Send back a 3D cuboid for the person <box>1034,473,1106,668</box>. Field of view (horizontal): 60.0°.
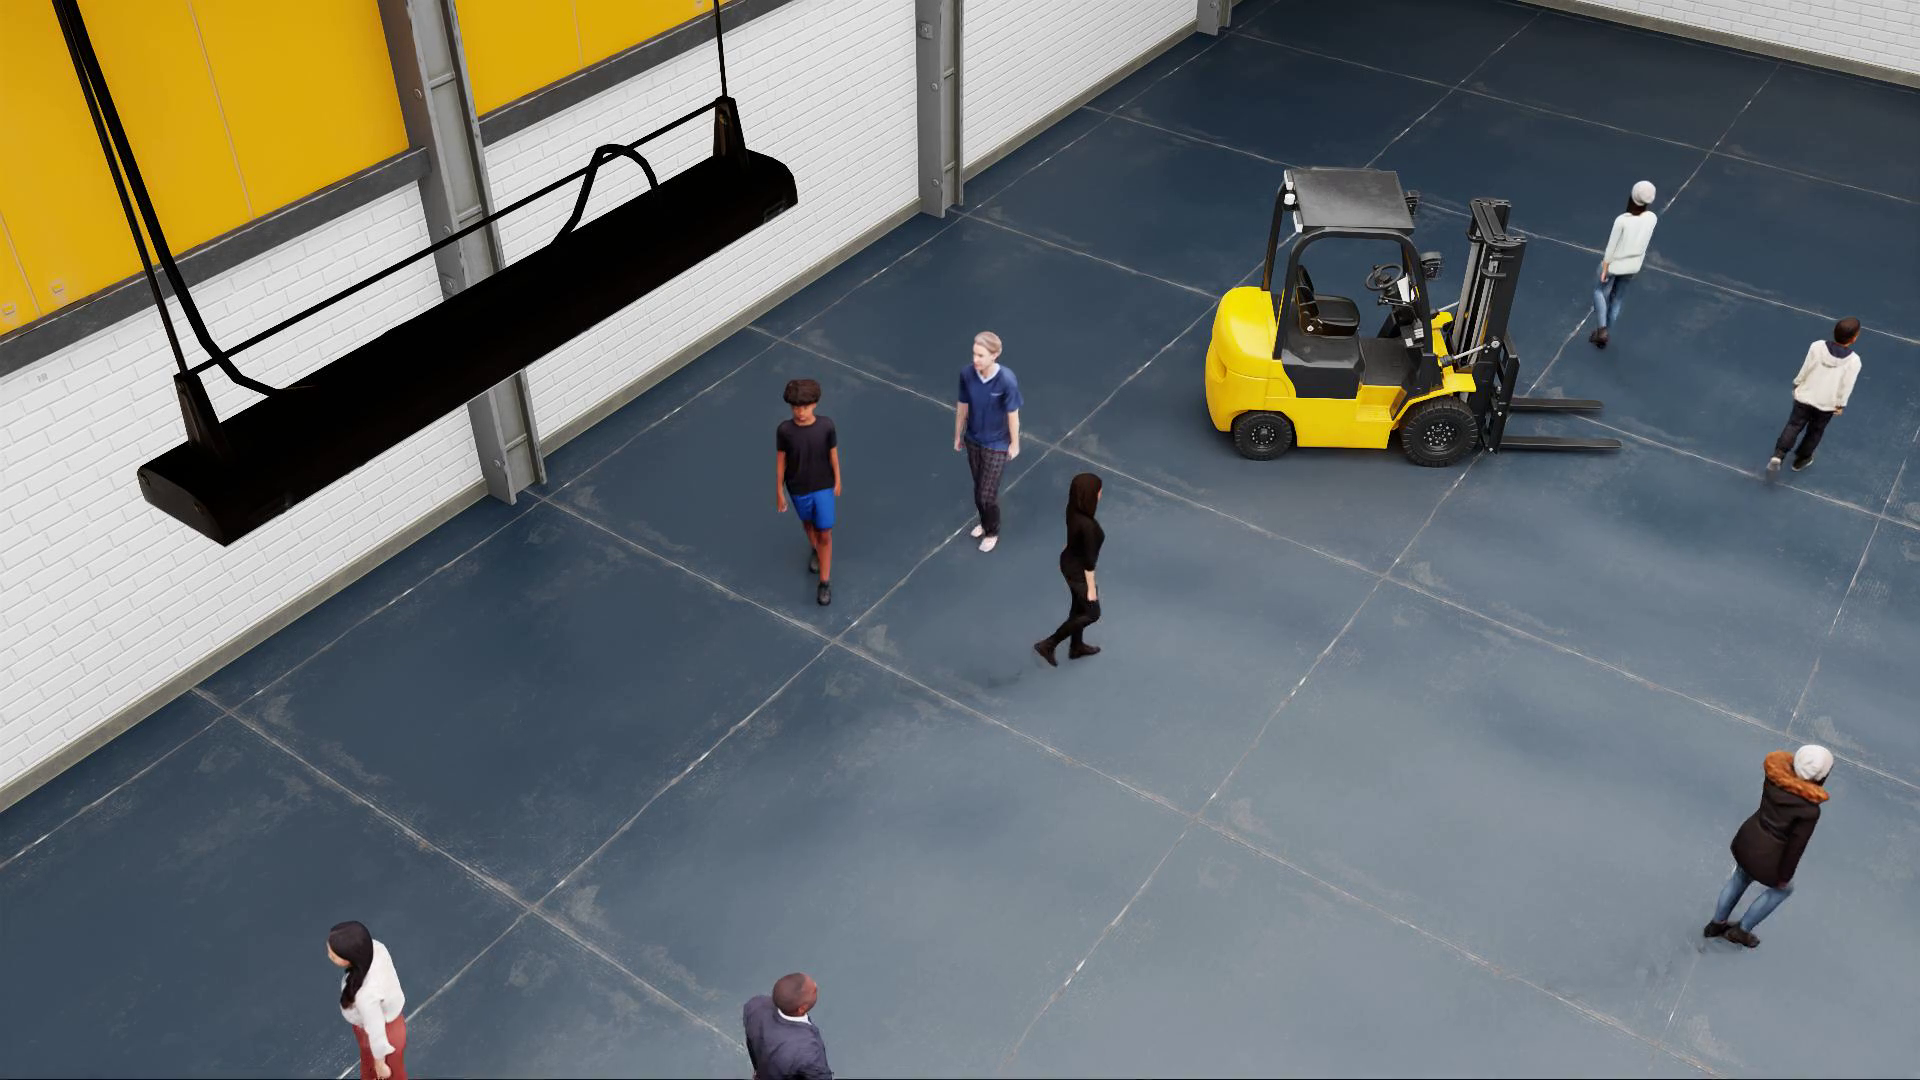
[{"bbox_3d":[0.760,0.241,11.499,0.887,1.636,0.809,-10,40,-13],"label":"person"}]

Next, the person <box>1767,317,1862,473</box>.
[{"bbox_3d":[6.865,-1.127,13.367,0.850,1.441,0.692,-29,47,-32],"label":"person"}]

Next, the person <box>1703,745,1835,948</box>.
[{"bbox_3d":[4.595,1.785,9.575,0.776,1.624,0.730,-10,40,-13],"label":"person"}]

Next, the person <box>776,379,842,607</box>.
[{"bbox_3d":[-1.103,-0.471,12.284,0.954,1.768,1.074,0,39,-1],"label":"person"}]

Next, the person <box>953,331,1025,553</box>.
[{"bbox_3d":[0.256,-0.794,12.620,0.664,1.853,0.681,23,44,26],"label":"person"}]

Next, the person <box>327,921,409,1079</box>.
[{"bbox_3d":[-2.895,2.552,8.526,1.034,1.734,0.945,-9,40,-11],"label":"person"}]

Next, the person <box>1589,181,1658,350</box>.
[{"bbox_3d":[5.930,-2.407,14.816,0.727,1.633,0.786,-3,39,-4],"label":"person"}]

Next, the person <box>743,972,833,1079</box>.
[{"bbox_3d":[-0.880,2.790,8.170,0.796,1.807,0.791,-26,45,-29],"label":"person"}]
